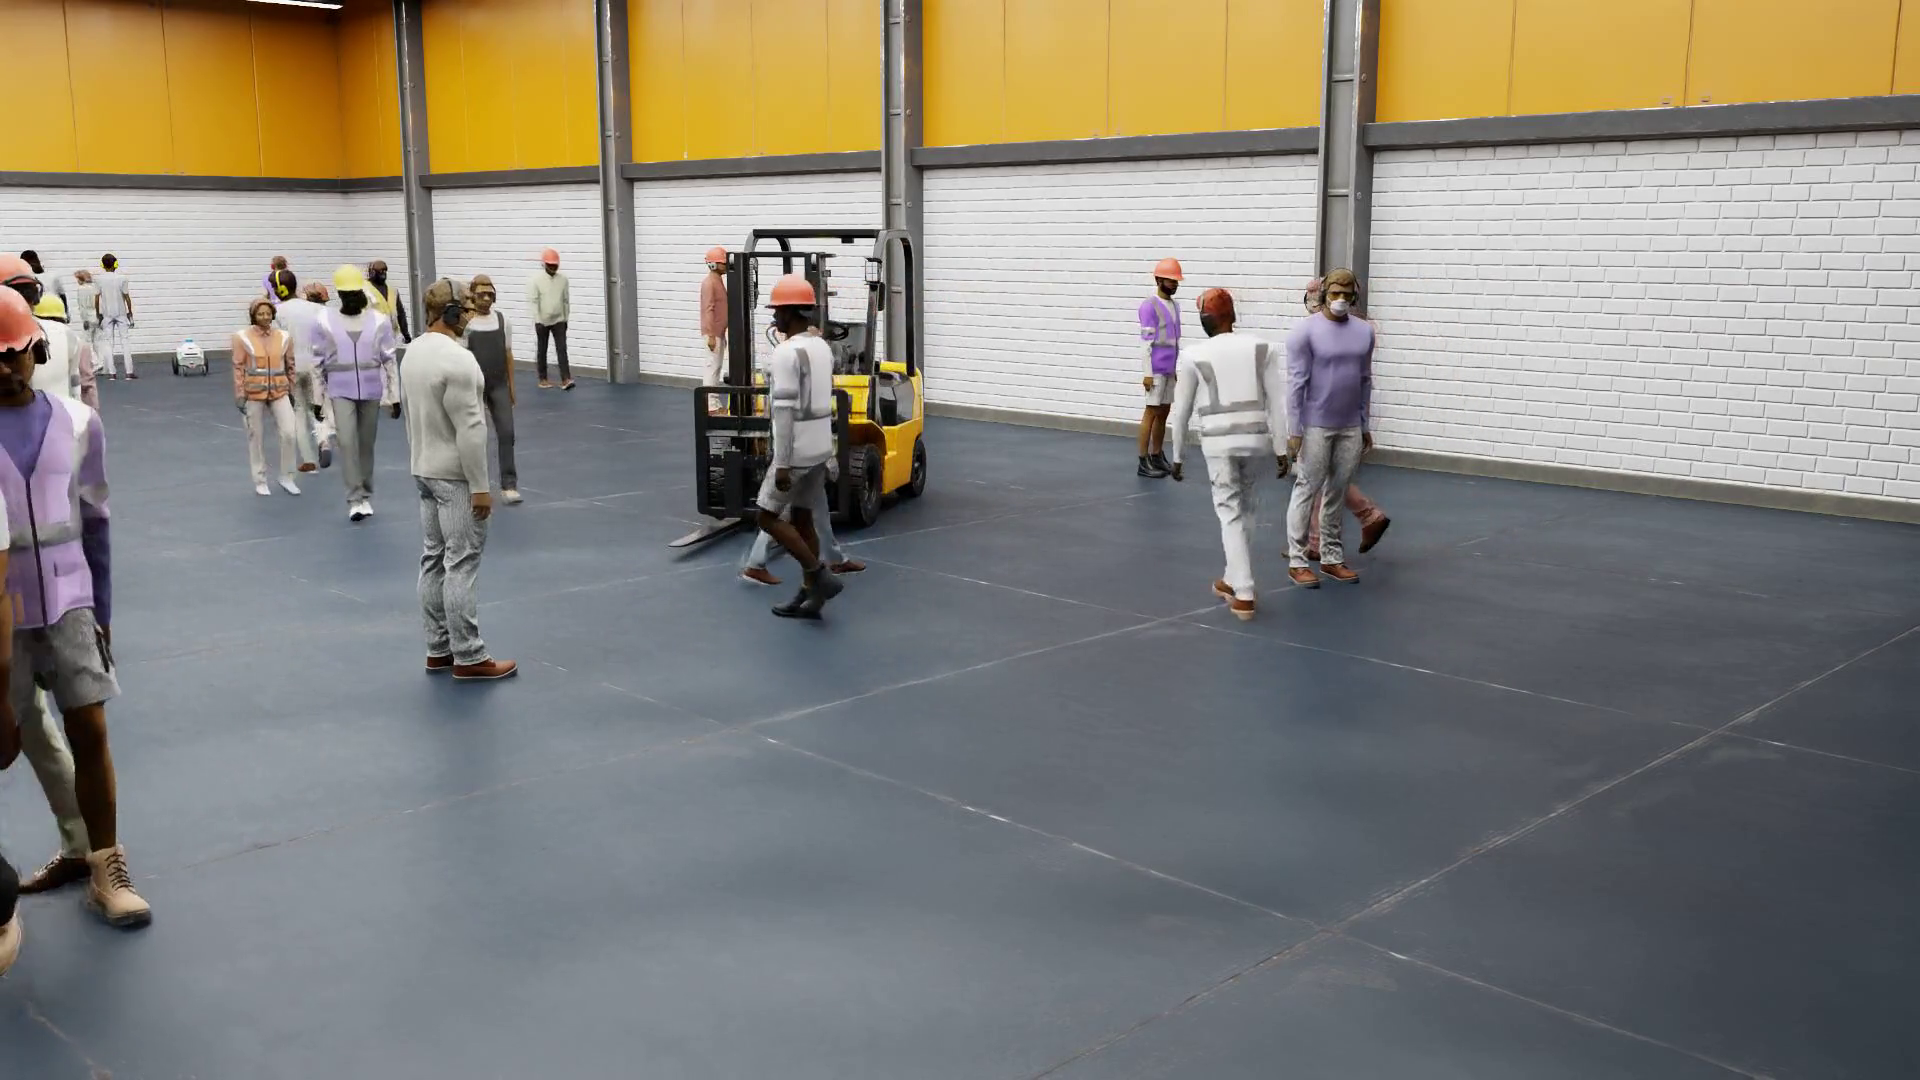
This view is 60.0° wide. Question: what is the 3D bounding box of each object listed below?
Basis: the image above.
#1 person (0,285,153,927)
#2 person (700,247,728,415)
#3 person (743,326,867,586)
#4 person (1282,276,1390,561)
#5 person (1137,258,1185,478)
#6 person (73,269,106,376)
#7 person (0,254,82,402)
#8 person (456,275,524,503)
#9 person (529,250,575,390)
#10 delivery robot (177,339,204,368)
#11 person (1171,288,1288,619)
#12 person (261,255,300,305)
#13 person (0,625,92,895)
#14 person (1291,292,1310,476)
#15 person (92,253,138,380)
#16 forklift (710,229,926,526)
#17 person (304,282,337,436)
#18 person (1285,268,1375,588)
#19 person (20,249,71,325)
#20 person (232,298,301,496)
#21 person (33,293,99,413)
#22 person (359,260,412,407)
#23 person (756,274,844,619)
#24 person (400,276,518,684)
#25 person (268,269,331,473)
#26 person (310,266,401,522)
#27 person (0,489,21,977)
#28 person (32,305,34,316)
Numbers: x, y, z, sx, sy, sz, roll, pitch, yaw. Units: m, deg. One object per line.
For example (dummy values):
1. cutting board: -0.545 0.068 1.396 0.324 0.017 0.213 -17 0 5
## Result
1. person: -2.945 0.201 5.172 0.832 2.009 0.610 7 13 35
2. person: -2.840 -2.417 19.446 0.393 1.995 0.612 1 10 4
3. person: -0.980 -0.517 10.210 0.864 1.587 0.516 -5 12 -27
4. person: 2.457 -0.770 10.805 0.595 1.873 0.663 5 11 25
5. person: 1.804 -1.518 14.712 0.376 1.932 0.551 8 13 36
6. person: -13.222 -3.301 25.287 0.396 1.616 0.541 0 10 2
7. person: -4.829 -0.457 8.653 0.404 2.034 0.609 3 11 14
8. person: -3.718 -1.173 13.152 0.539 1.810 0.831 -7 13 -34
9. person: -5.648 -3.034 23.014 0.597 1.930 0.992 -7 12 -32
10. delivery robot: -11.741 -2.827 25.361 0.477 0.478 0.707 -5 12 -26
11. person: 1.516 -0.503 9.454 0.596 1.829 0.810 -2 11 -9
12. person: -10.215 -3.359 25.031 0.605 1.827 0.454 -9 14 -40
13. person: -3.094 0.280 5.183 0.751 1.834 0.521 -8 13 -38
14. person: 3.116 -1.408 14.798 0.320 1.690 0.532 3 11 17
15. person: -12.505 -3.295 24.596 0.520 1.865 0.328 -3 11 -16
16. forklift: -1.050 -1.319 12.920 1.214 2.155 2.313 2 11 13
17. person: -6.789 -1.924 17.731 0.310 1.639 0.514 -5 11 -25
18. person: 2.255 -0.681 10.144 0.631 1.935 0.362 -5 12 -25
19. person: -13.700 -3.402 25.041 0.775 1.931 0.378 -10 14 -43
20. person: -5.651 -1.151 13.581 0.527 1.620 0.591 -8 13 -37
21. person: -6.548 -0.927 12.053 0.525 1.733 0.784 -8 13 -37
22. person: -7.185 -2.576 20.778 0.565 1.819 0.629 6 12 28
23. person: -0.892 -0.492 9.150 0.427 1.918 0.562 4 11 22
24. person: -2.429 -0.283 7.973 0.373 1.938 0.630 -10 14 -42
25. person: -5.881 -1.498 14.863 0.548 1.838 0.454 -9 14 -41
26. person: -4.480 -1.080 12.412 0.612 1.893 0.870 -6 12 -29
27. person: -2.775 0.352 4.223 0.687 2.000 0.711 -3 11 -18
28. person: -9.215 -1.780 16.146 0.649 1.929 0.443 -3 11 -17
